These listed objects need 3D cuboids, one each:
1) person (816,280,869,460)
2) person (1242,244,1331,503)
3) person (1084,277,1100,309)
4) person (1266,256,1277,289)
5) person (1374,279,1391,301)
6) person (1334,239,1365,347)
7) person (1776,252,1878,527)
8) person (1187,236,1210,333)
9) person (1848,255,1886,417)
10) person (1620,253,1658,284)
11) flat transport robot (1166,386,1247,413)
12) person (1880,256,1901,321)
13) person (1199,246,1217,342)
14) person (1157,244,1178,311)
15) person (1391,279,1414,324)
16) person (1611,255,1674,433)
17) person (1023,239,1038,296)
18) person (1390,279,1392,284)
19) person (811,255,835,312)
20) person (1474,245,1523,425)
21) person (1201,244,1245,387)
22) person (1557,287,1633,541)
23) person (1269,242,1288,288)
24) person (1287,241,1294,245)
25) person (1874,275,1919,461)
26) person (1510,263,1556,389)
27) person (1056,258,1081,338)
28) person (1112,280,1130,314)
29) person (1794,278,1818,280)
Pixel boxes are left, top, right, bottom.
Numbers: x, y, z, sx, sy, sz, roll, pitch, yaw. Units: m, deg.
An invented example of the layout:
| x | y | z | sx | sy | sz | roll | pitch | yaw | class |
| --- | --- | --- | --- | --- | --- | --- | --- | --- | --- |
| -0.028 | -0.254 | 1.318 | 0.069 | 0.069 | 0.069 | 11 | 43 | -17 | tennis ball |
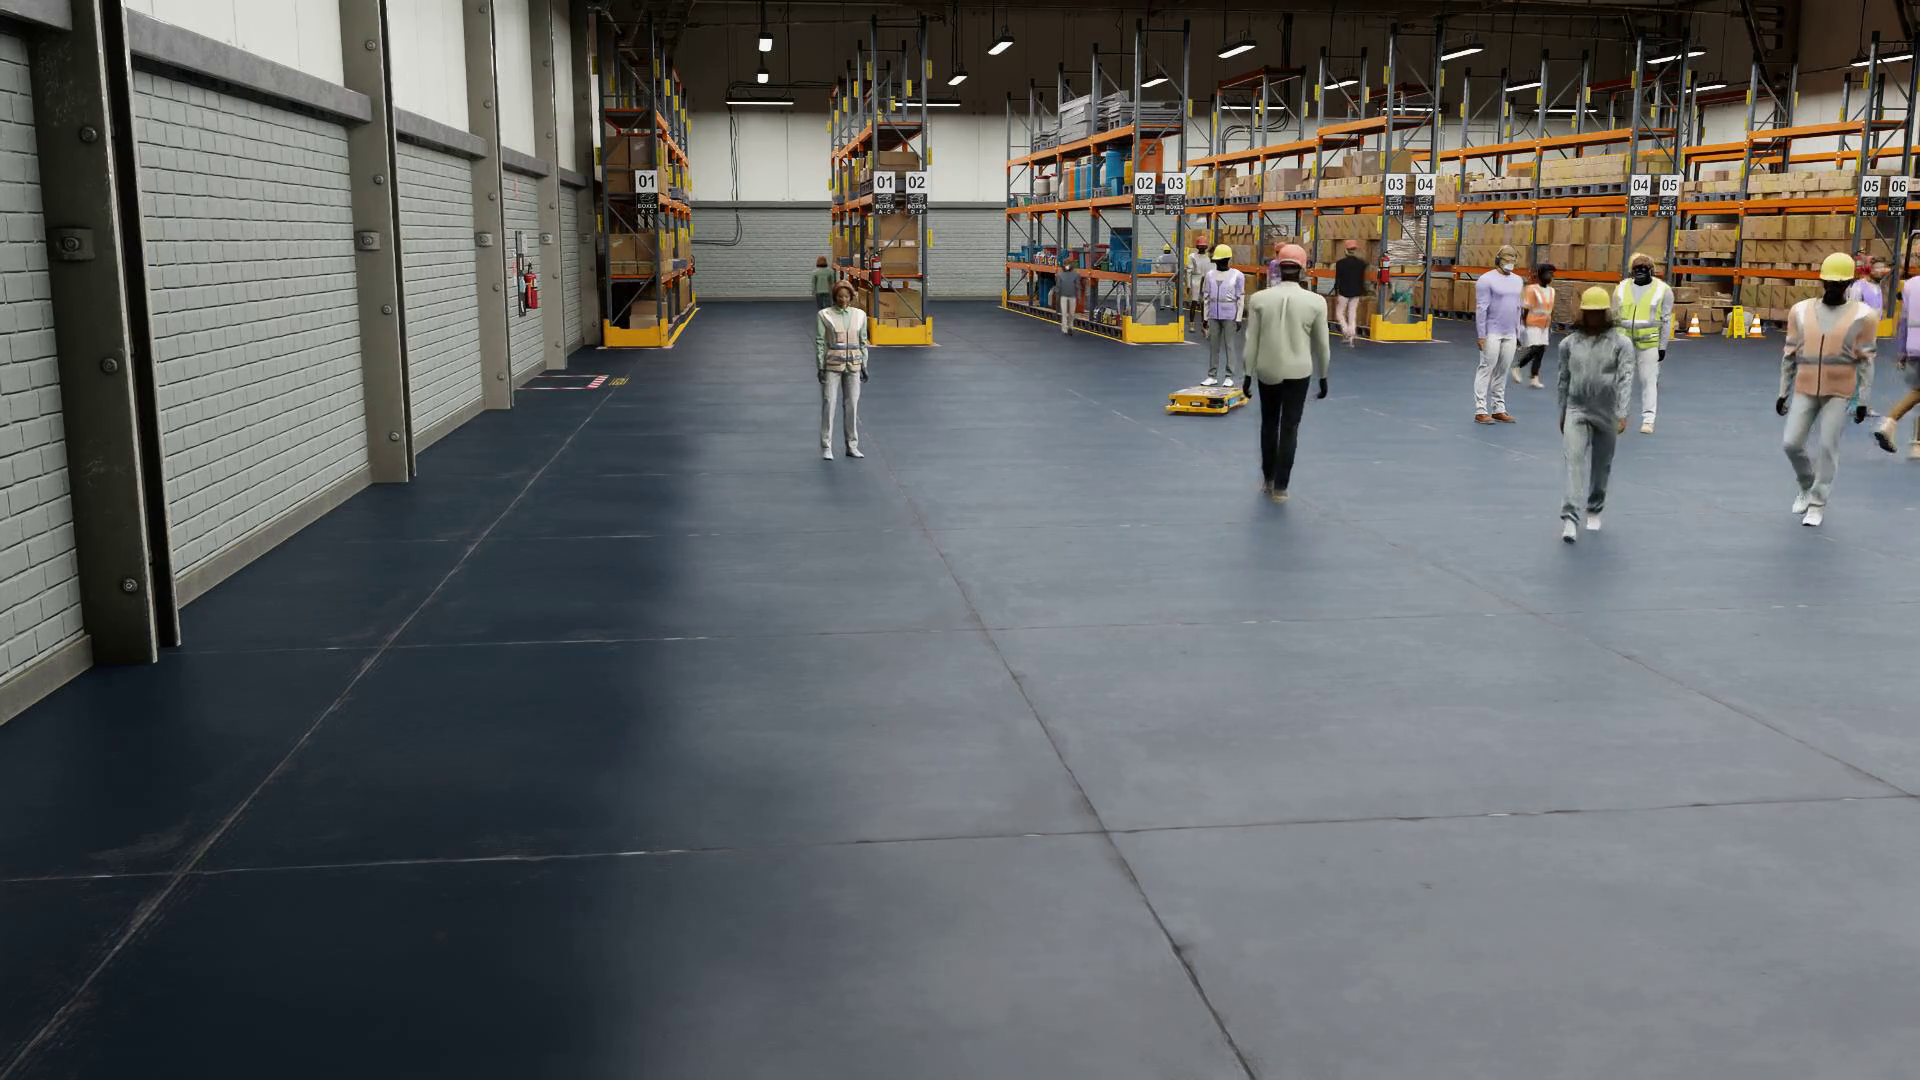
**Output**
| x | y | z | sx | sy | sz | roll | pitch | yaw | class |
| --- | --- | --- | --- | --- | --- | --- | --- | --- | --- |
| -1.076 | -1.555 | 15.223 | 0.514 | 1.639 | 0.317 | -5 | 11 | -26 | person |
| 2.554 | -1.298 | 12.920 | 0.656 | 1.952 | 0.921 | 3 | 11 | 18 | person |
| 3.594 | -7.244 | 46.160 | 0.524 | 1.727 | 0.875 | -5 | 11 | -25 | person |
| 6.702 | -5.264 | 35.604 | 0.495 | 1.621 | 0.395 | -7 | 12 | -34 | person |
| 10.965 | -6.661 | 43.243 | 0.509 | 1.629 | 0.316 | -4 | 11 | -21 | person |
| 7.180 | -4.546 | 30.676 | 0.613 | 1.982 | 0.471 | -2 | 11 | -13 | person |
| 6.090 | -1.056 | 11.709 | 0.618 | 1.913 | 0.440 | 9 | 14 | 41 | person |
| 5.115 | -5.416 | 35.283 | 0.613 | 2.039 | 0.393 | -1 | 10 | -7 | person |
| 10.163 | -2.300 | 18.791 | 0.569 | 1.831 | 0.522 | -9 | 14 | -41 | person |
| 8.857 | -2.831 | 21.723 | 0.611 | 1.818 | 0.607 | -9 | 14 | -40 | person |
| 2.907 | -1.654 | 19.514 | 0.652 | 0.197 | 1.431 | 4 | 11 | 21 | flat transport robot |
| 19.821 | -5.252 | 35.518 | 0.523 | 1.625 | 0.388 | -2 | 10 | -9 | person |
| 4.918 | -4.753 | 32.208 | 0.544 | 1.835 | 0.768 | 1 | 10 | 8 | person |
| 5.638 | -7.135 | 45.278 | 0.589 | 1.834 | 0.403 | 0 | 10 | 3 | person |
| 9.634 | -5.441 | 36.285 | 0.538 | 1.724 | 0.891 | -1 | 10 | -5 | person |
| 7.039 | -2.028 | 17.287 | 0.627 | 1.835 | 0.428 | 8 | 13 | 38 | person |
| 2.195 | -8.146 | 50.511 | 0.628 | 1.950 | 0.464 | -2 | 11 | -10 | person |
| 13.222 | -8.156 | 50.778 | 0.626 | 1.869 | 1.016 | -10 | 14 | -43 | person |
| -2.970 | -5.351 | 36.060 | 0.528 | 1.618 | 0.403 | -1 | 10 | -6 | person |
| 5.864 | -2.224 | 18.085 | 0.627 | 1.933 | 0.371 | -5 | 12 | -27 | person |
| 3.566 | -3.044 | 22.612 | 0.585 | 1.920 | 0.383 | 8 | 13 | 36 | person |
| 4.266 | -0.855 | 11.236 | 0.488 | 1.693 | 0.924 | 5 | 11 | 23 | person |
| 6.100 | -4.713 | 31.760 | 0.386 | 1.930 | 0.541 | 8 | 13 | 37 | person |
| 7.084 | -5.489 | 36.012 | 0.624 | 1.931 | 0.375 | -8 | 13 | -36 | person |
| 8.719 | -1.715 | 15.022 | 0.533 | 2.032 | 0.608 | -2 | 11 | -11 | person |
| 7.716 | -2.860 | 22.257 | 0.562 | 1.673 | 0.392 | -6 | 12 | -31 | person |
| 2.198 | -4.931 | 33.820 | 0.501 | 1.608 | 0.769 | 0 | 10 | 1 | person |
| 4.085 | -6.520 | 41.807 | 0.532 | 1.871 | 0.321 | 0 | 10 | -2 | person |
| 19.329 | -5.804 | 37.931 | 0.661 | 1.847 | 1.014 | -1 | 10 | -7 | person |
